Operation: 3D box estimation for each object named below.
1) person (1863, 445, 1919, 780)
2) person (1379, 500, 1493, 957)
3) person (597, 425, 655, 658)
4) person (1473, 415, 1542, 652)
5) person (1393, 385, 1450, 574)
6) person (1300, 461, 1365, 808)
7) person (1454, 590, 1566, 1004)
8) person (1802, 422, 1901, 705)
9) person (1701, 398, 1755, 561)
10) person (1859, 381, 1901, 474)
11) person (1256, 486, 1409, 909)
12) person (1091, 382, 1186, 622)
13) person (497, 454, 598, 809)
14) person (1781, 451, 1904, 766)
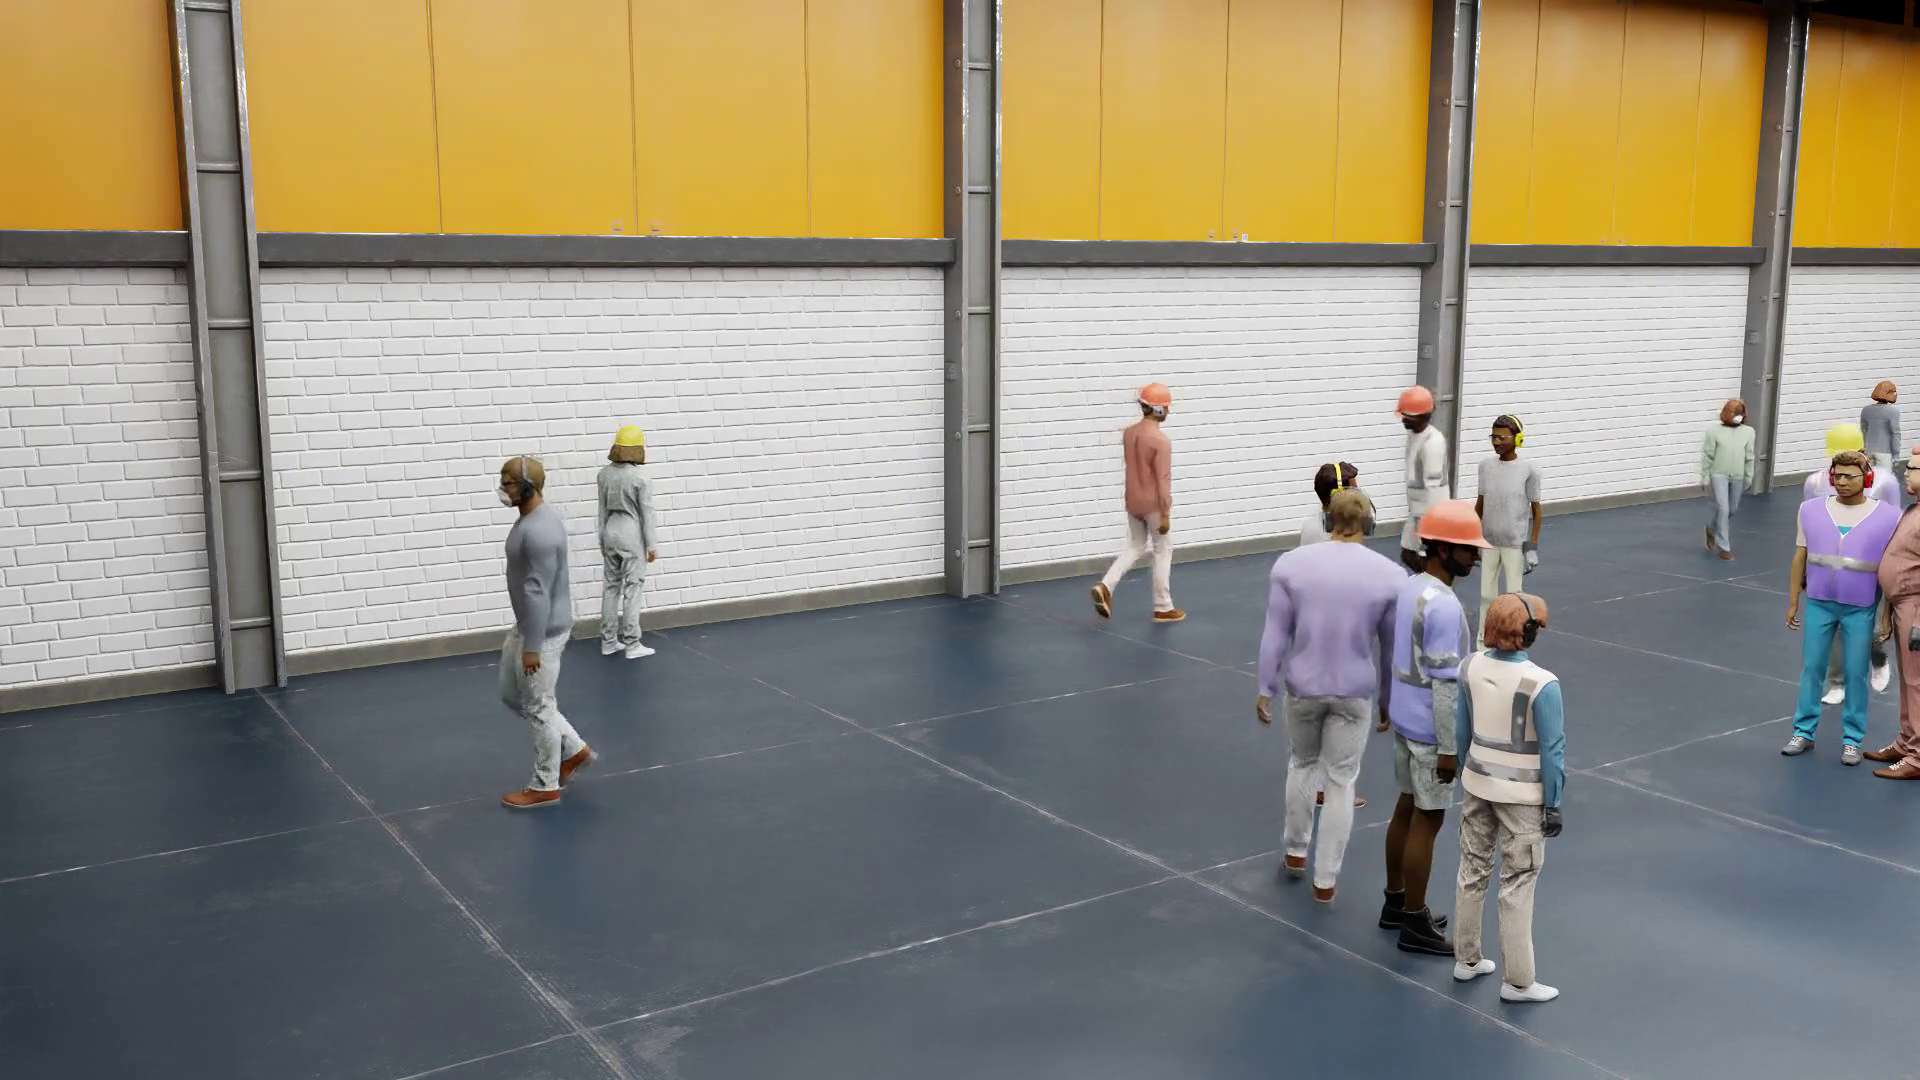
[{"bbox_3d":[5.431,0.409,9.450,0.409,1.908,0.639,4,10,22],"label":"person"},{"bbox_3d":[2.027,0.786,7.088,0.373,1.933,0.549,0,9,0],"label":"person"},{"bbox_3d":[-2.461,0.013,12.348,0.489,1.740,0.321,5,11,28],"label":"person"},{"bbox_3d":[3.854,0.039,11.801,0.309,1.864,0.535,-8,13,-42],"label":"person"},{"bbox_3d":[3.622,-0.216,12.962,0.656,1.990,0.660,0,9,-2],"label":"person"},{"bbox_3d":[1.997,0.505,8.978,0.321,1.871,0.532,-2,10,-11],"label":"person"},{"bbox_3d":[2.170,1.014,6.604,0.307,1.641,0.513,-6,11,-30],"label":"person"},{"bbox_3d":[5.919,0.152,11.039,0.606,1.892,0.637,-8,12,-39],"label":"person"},{"bbox_3d":[7.647,-0.631,16.636,0.504,1.605,0.747,0,9,-2],"label":"person"},{"bbox_3d":[10.207,-0.951,18.459,0.278,1.634,0.499,-3,10,-20],"label":"person"},{"bbox_3d":[1.732,0.704,7.704,0.670,1.896,0.753,3,10,19],"label":"person"},{"bbox_3d":[1.478,-0.287,13.420,0.760,1.976,0.623,-6,11,-30],"label":"person"},{"bbox_3d":[-2.265,0.497,8.885,0.443,1.926,0.629,-4,10,-20],"label":"person"},{"bbox_3d":[5.172,0.390,9.754,0.570,1.840,0.372,8,12,39],"label":"person"}]
